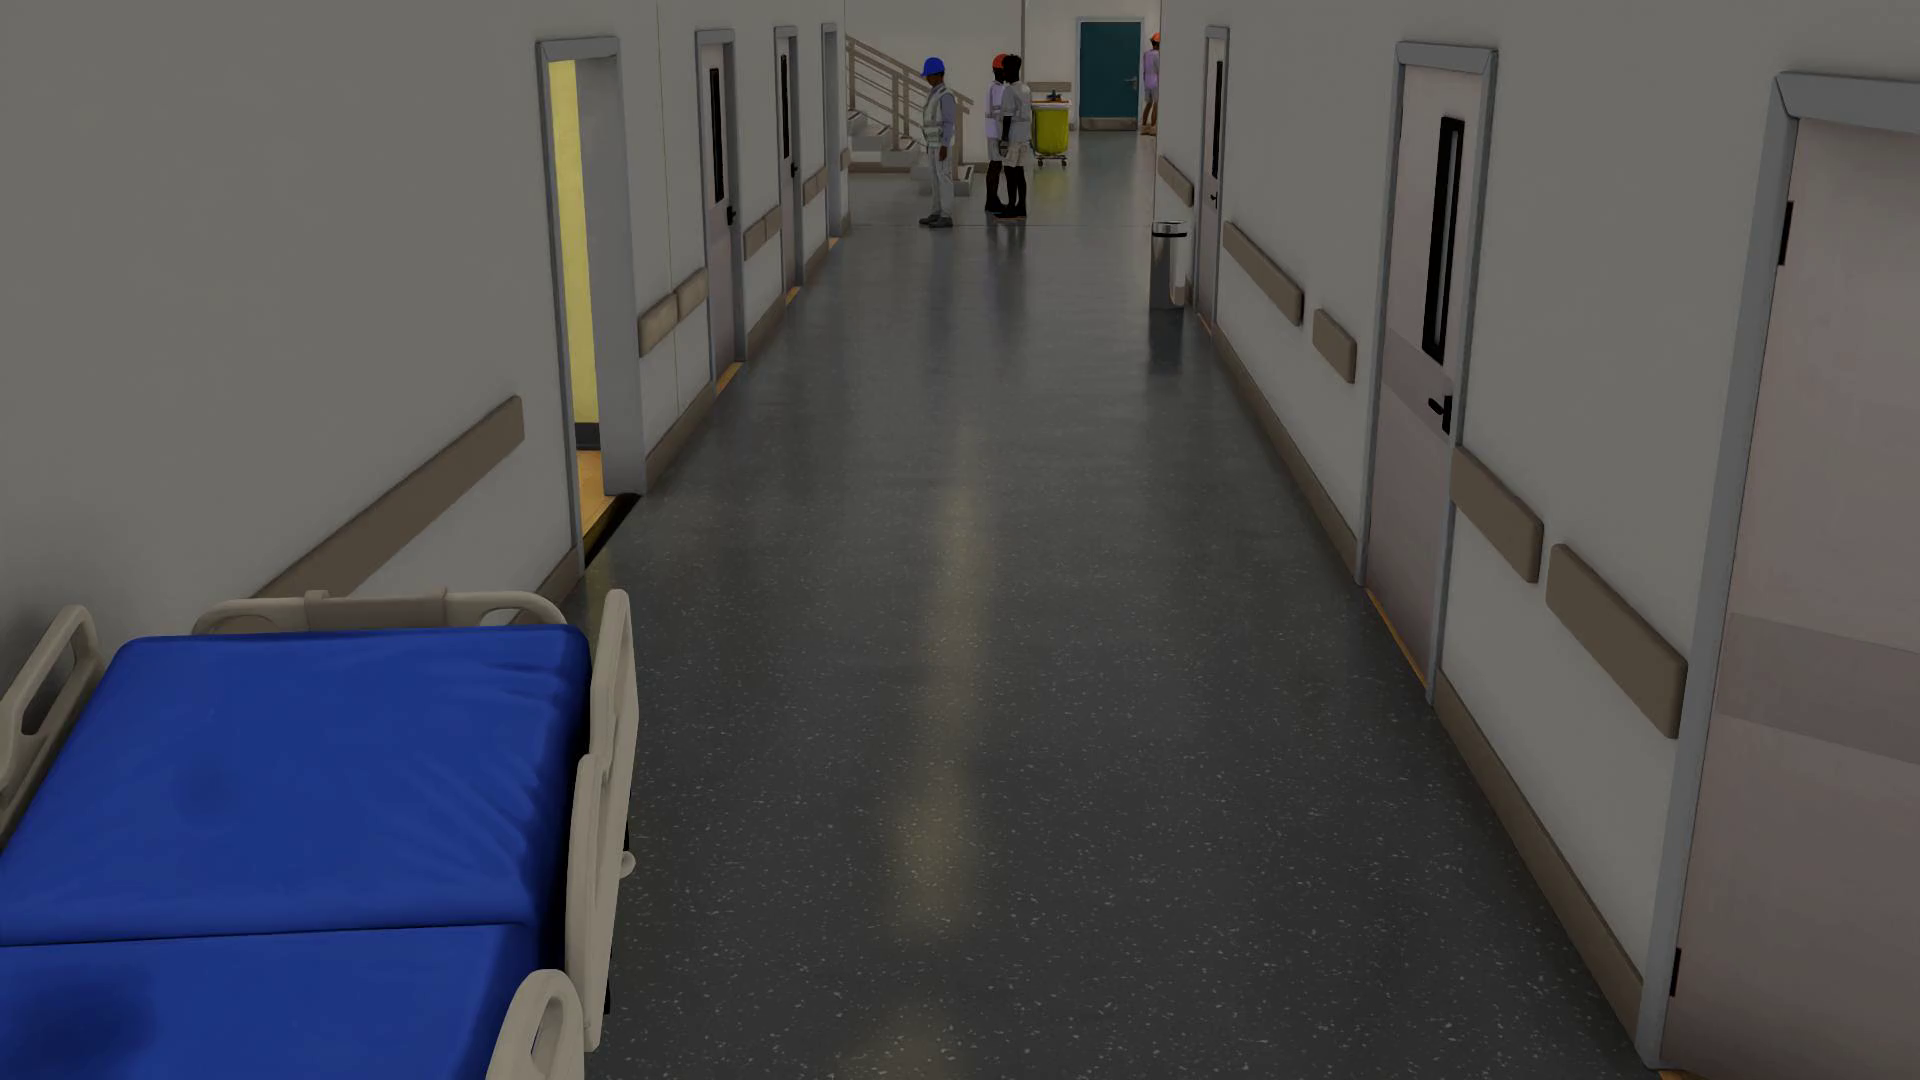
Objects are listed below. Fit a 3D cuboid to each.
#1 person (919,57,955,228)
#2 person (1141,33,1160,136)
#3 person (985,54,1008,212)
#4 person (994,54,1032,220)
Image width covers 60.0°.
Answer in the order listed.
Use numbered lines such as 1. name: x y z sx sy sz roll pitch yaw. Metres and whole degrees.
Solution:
1. person: -0.261 -4.629 19.406 0.403 1.940 0.602 -6 19 -18
2. person: 3.956 -9.235 33.744 0.409 2.029 0.614 -10 20 -29
3. person: 0.506 -5.101 20.897 0.377 1.932 0.552 -3 18 -8
4. person: 0.653 -4.863 20.124 0.383 1.953 0.617 8 19 25
